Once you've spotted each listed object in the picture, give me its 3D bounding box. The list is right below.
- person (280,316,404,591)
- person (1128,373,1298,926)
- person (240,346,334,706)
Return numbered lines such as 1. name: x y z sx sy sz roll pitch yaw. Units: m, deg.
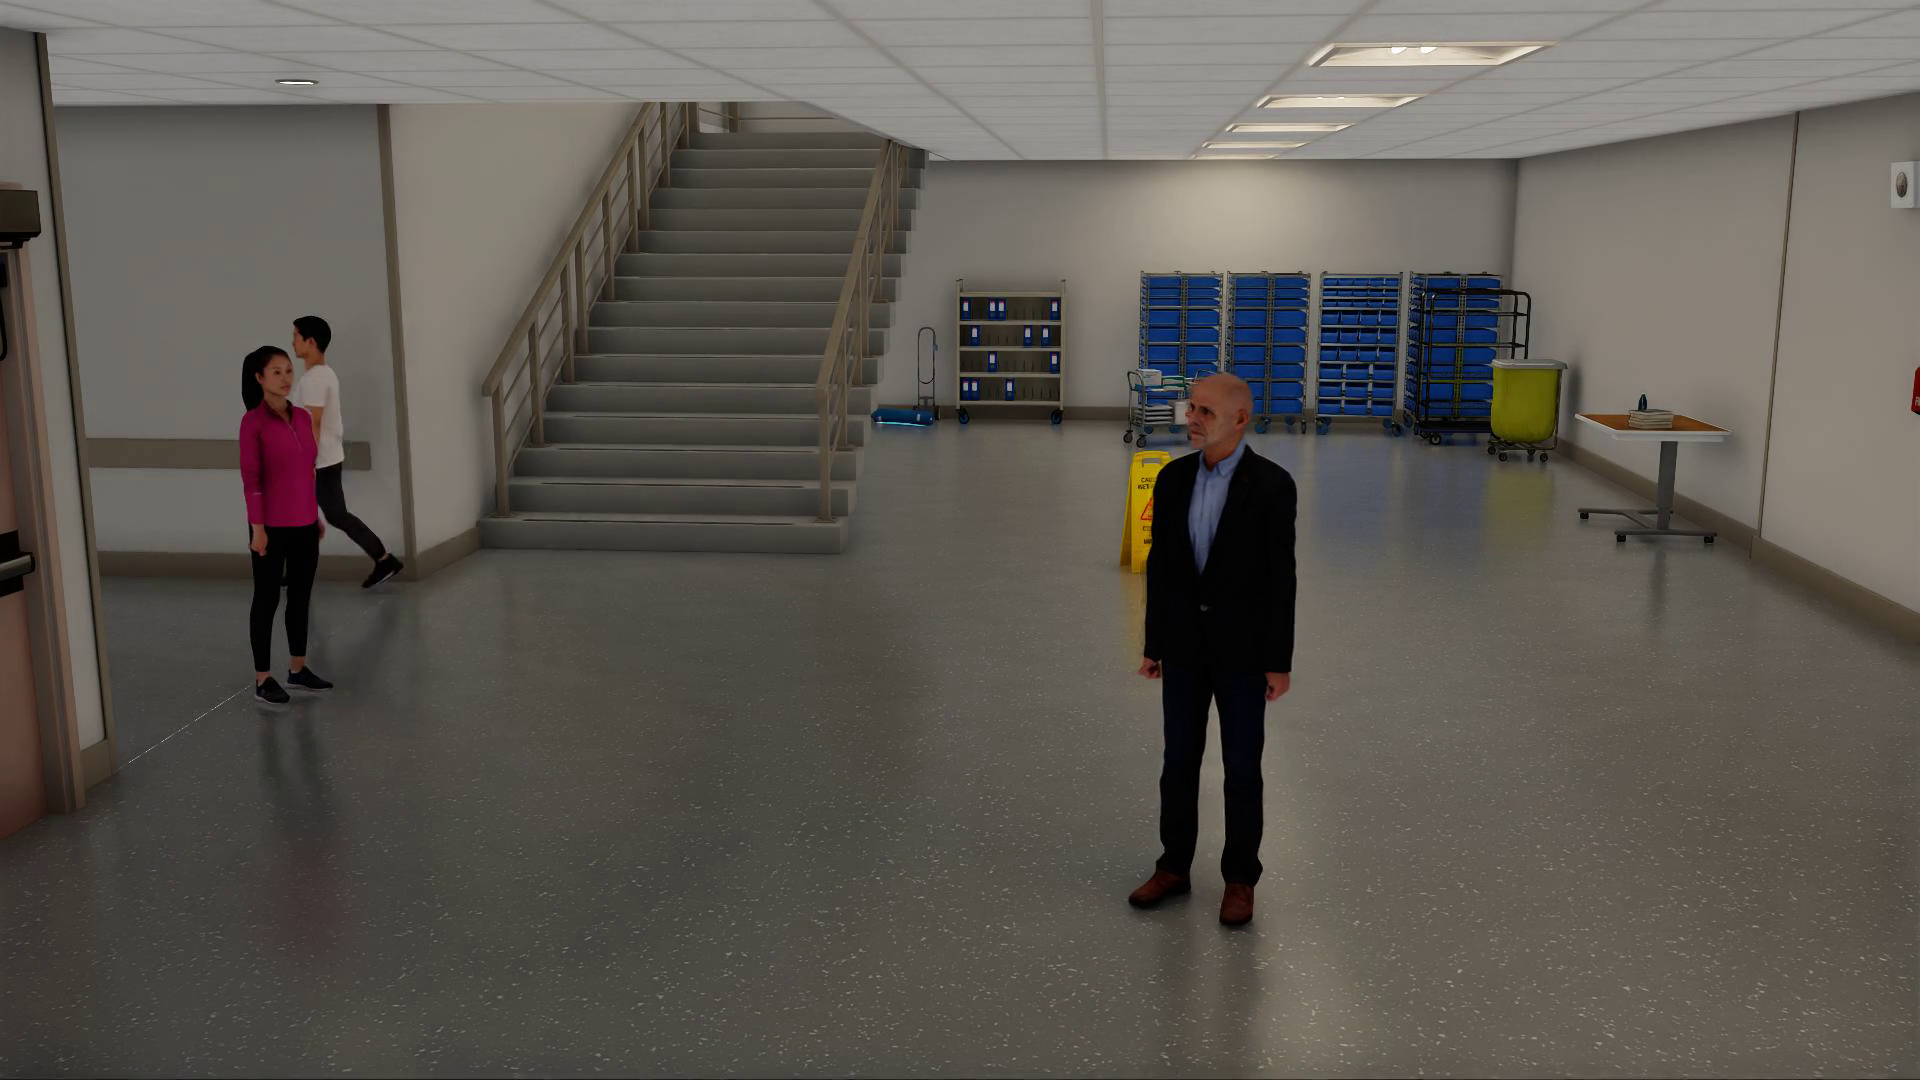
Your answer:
1. person: -3.843 -0.498 10.206 0.936 1.689 1.089 -3 11 -15
2. person: 0.845 0.343 5.480 0.757 1.797 0.742 7 13 31
3. person: -3.255 -0.081 7.979 0.720 1.698 0.602 5 12 24
